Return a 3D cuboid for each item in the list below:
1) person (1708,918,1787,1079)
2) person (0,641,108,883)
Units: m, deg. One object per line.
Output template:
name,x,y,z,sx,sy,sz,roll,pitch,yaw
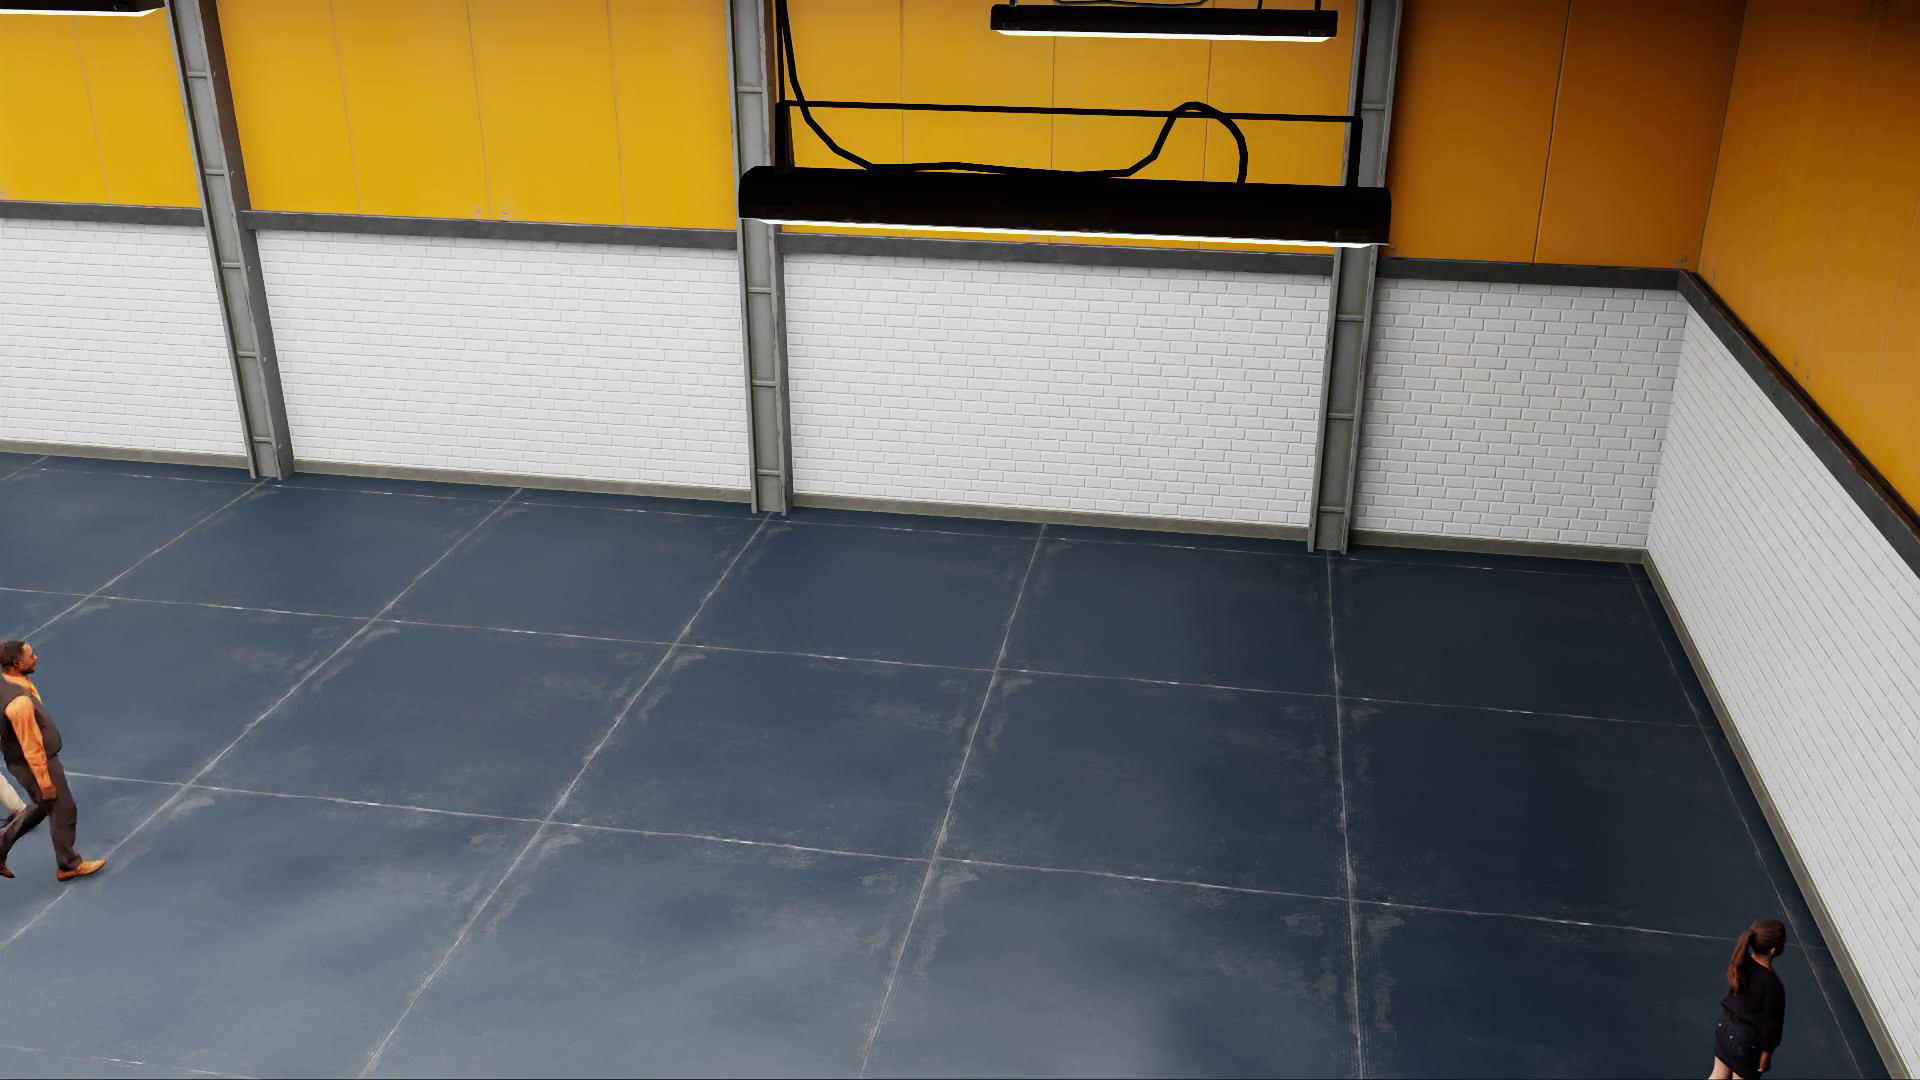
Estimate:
person,4.374,2.770,9.286,0.627,1.556,0.591,-4,24,-9
person,-6.532,1.602,11.542,1.121,1.889,1.066,-16,28,-32
